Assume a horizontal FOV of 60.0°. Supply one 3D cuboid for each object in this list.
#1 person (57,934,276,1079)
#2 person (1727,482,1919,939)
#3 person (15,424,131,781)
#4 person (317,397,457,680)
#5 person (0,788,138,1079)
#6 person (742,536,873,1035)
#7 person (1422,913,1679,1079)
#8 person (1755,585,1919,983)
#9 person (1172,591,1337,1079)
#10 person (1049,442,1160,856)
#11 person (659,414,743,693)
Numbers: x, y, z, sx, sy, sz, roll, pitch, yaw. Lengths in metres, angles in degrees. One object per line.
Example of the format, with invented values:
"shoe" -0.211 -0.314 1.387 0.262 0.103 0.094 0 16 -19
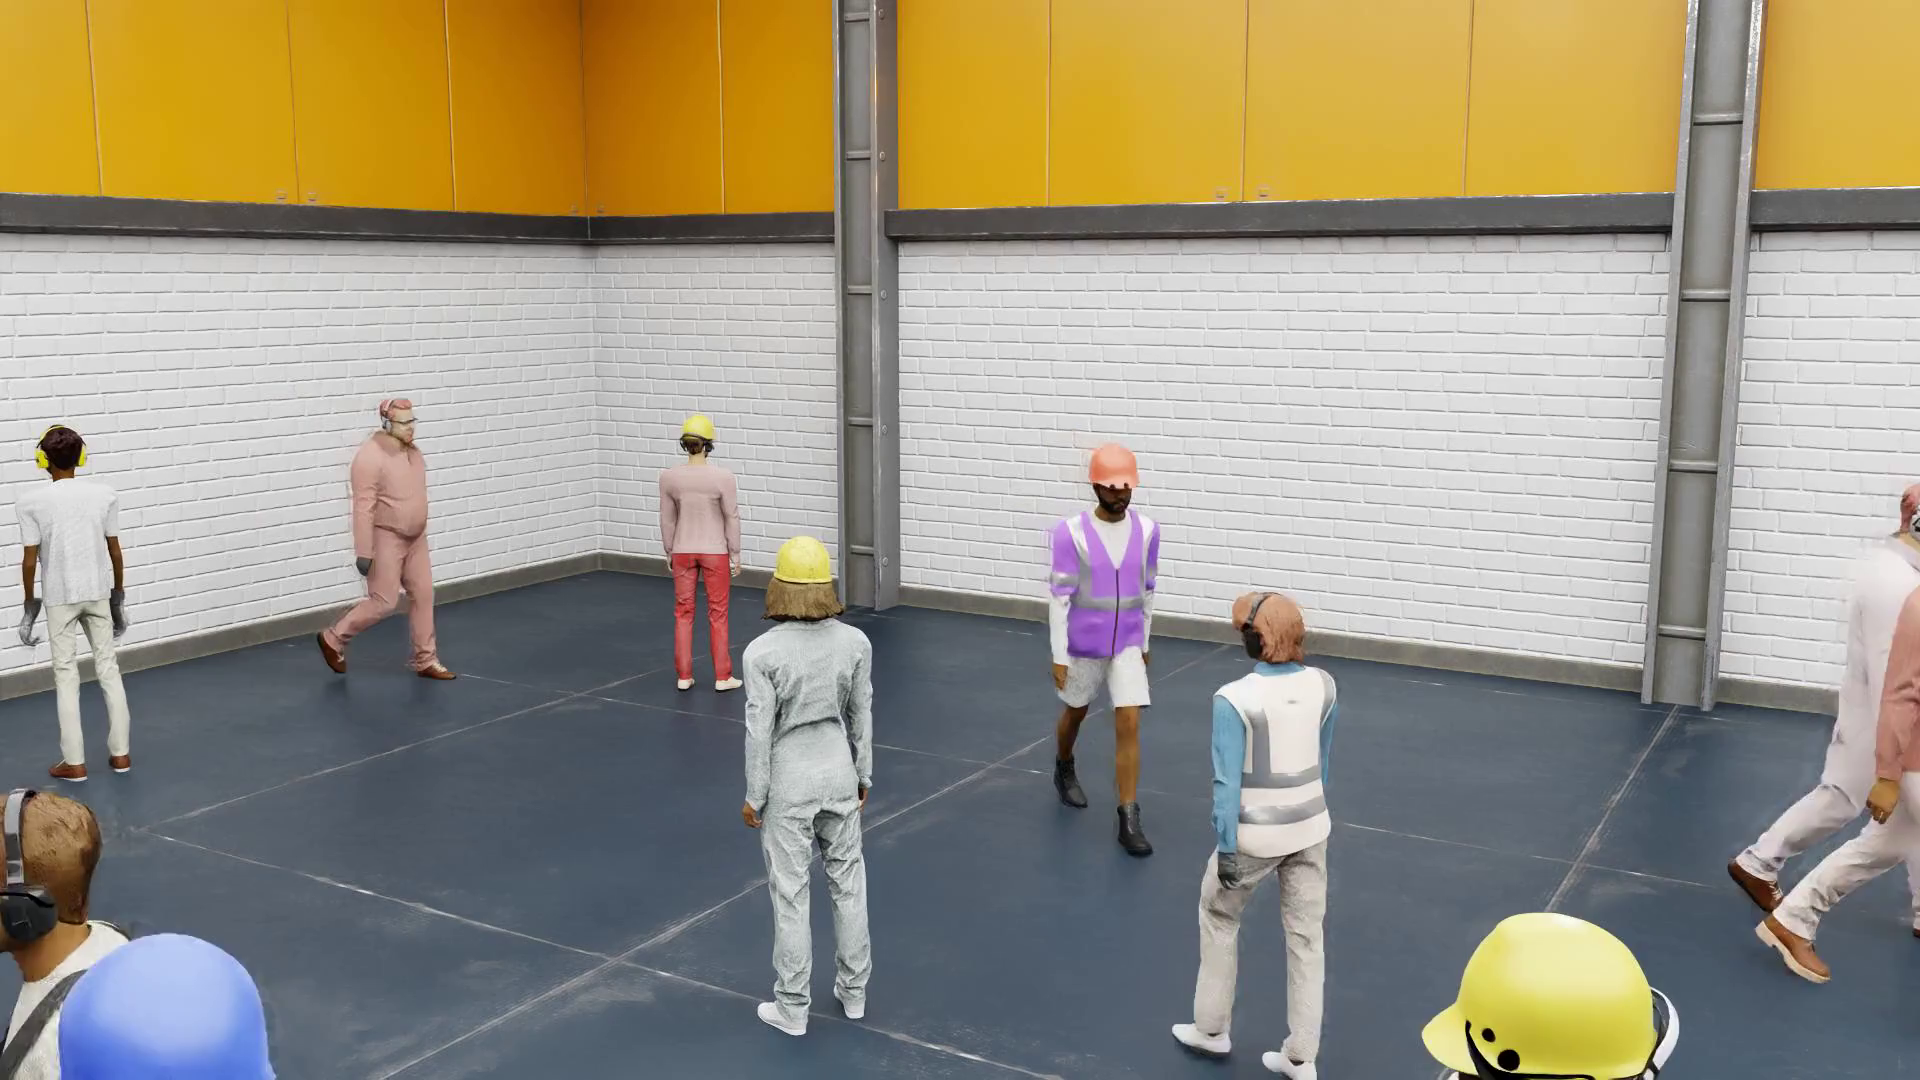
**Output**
"person" -0.910 1.386 2.010 0.621 1.896 0.992 -8 12 -39
"person" 3.621 0.669 6.618 0.955 1.867 0.652 9 12 43
"person" -4.633 0.328 8.710 0.522 1.869 0.324 -9 13 -43
"person" -3.730 -0.001 10.770 0.784 1.873 0.684 3 9 16
"person" -1.553 1.297 2.886 0.980 1.792 0.509 -3 10 -19
"person" -0.539 0.851 5.835 0.492 1.742 0.315 -5 11 -31
"person" 0.788 1.379 2.283 0.404 1.827 0.589 -4 10 -23
"person" 3.375 0.747 5.929 1.006 1.944 0.617 9 13 43
"person" 0.984 0.962 5.513 0.542 1.615 0.652 -5 10 -27
"person" 0.659 0.455 7.902 0.558 1.888 1.018 -2 9 -15
"person" -1.632 0.090 10.514 0.525 1.769 0.308 2 9 10
